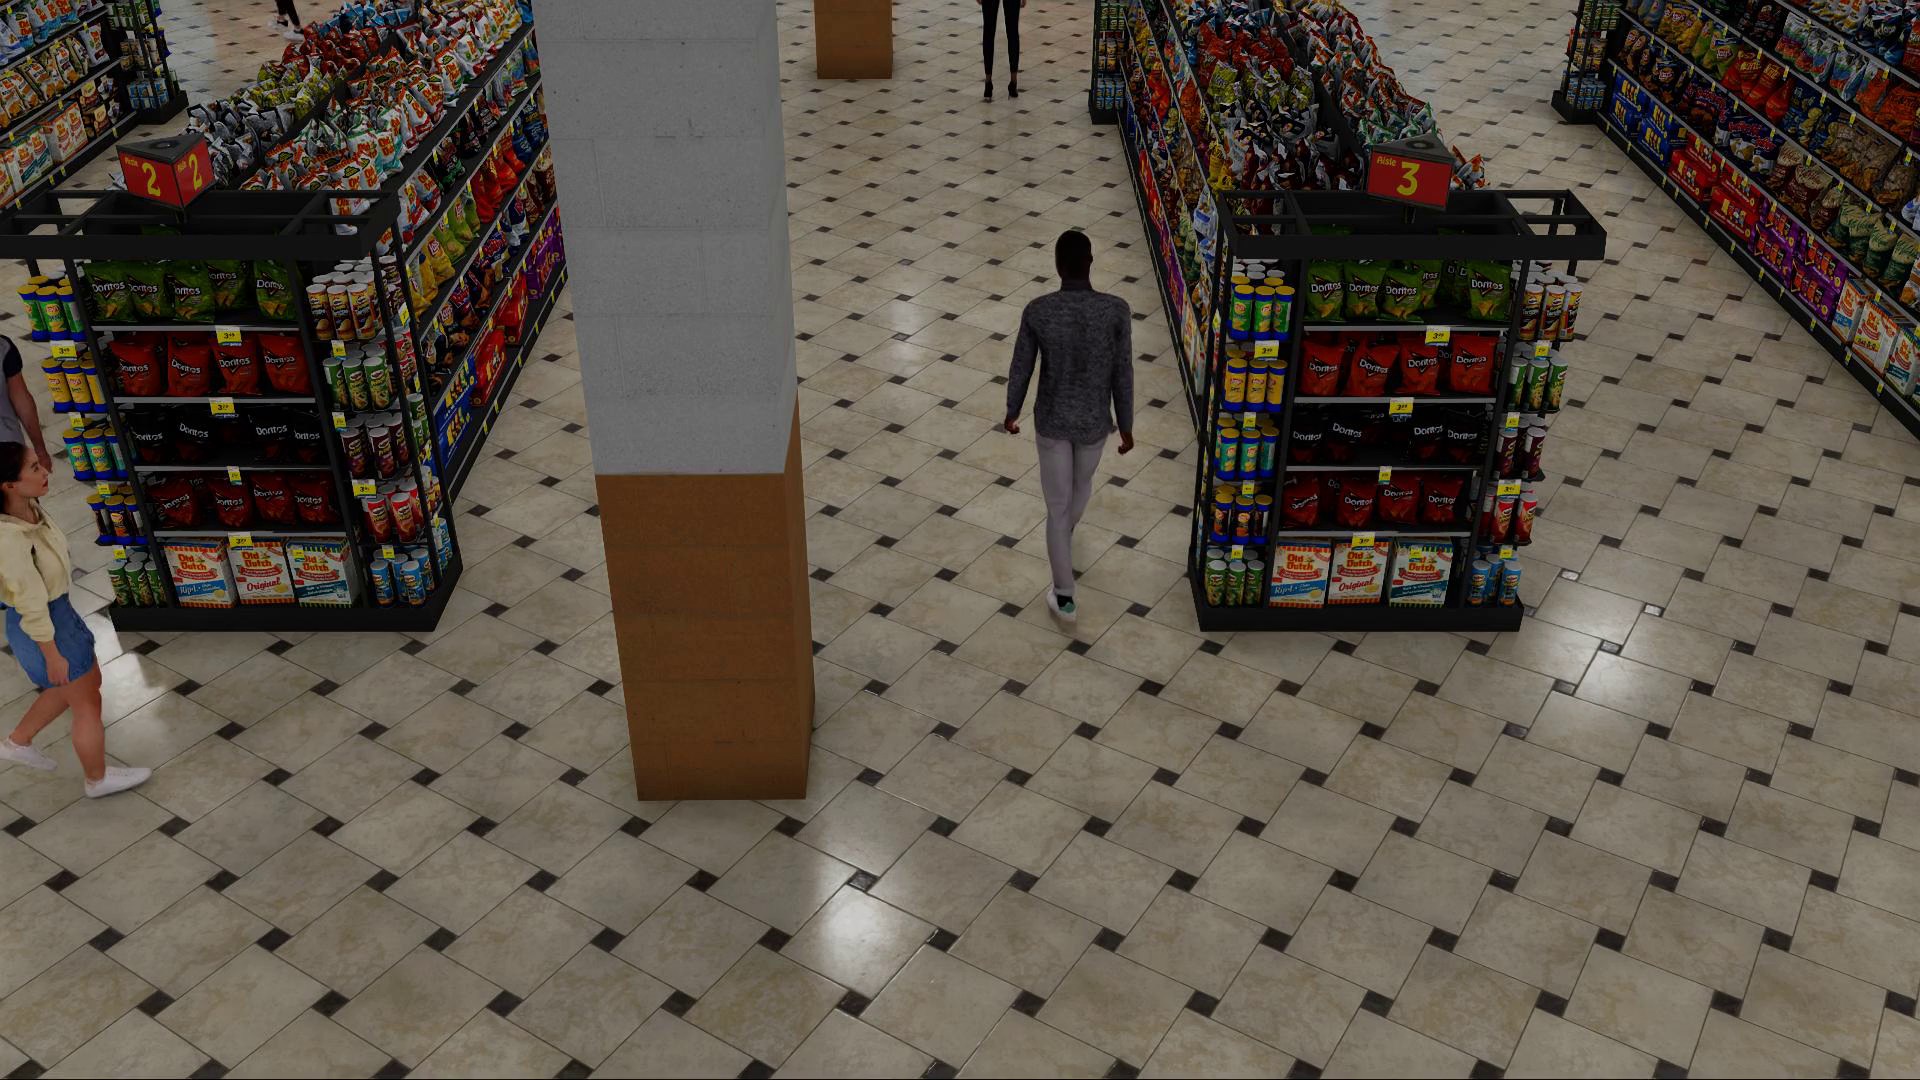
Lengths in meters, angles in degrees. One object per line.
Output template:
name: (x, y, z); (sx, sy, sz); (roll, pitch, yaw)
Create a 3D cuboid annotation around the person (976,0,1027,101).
person: (0.359, -4.797, 14.596); (0.608, 1.834, 0.537); (3, 32, 5)

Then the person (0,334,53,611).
person: (-4.431, -0.356, 7.527); (1.136, 1.762, 1.355); (-16, 35, -24)

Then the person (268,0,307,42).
person: (-6.646, -5.763, 16.204); (0.871, 1.777, 0.894); (12, 34, 18)

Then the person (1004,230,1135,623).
person: (0.534, -0.471, 7.693); (0.816, 1.782, 1.227); (-3, 32, -5)

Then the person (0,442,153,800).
person: (-3.648, 0.375, 6.492); (0.850, 1.615, 0.828); (-13, 34, -19)
